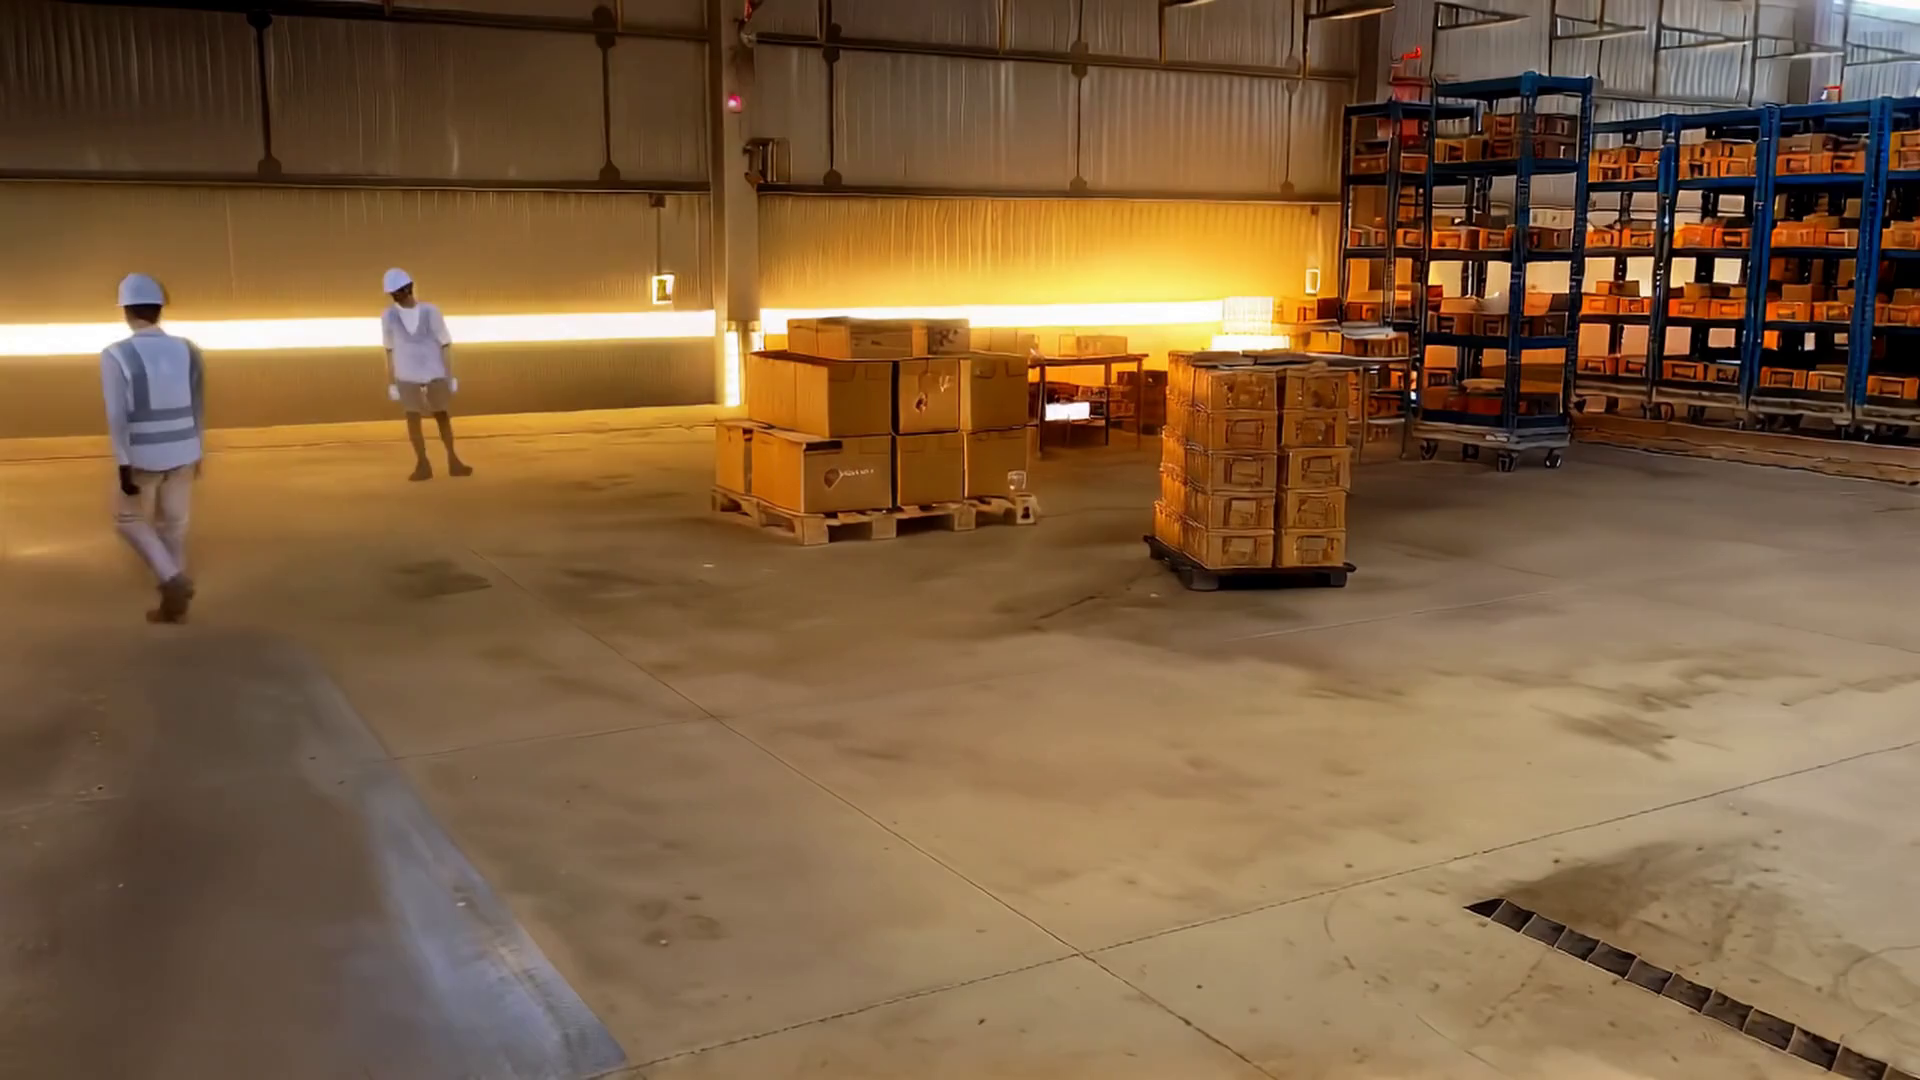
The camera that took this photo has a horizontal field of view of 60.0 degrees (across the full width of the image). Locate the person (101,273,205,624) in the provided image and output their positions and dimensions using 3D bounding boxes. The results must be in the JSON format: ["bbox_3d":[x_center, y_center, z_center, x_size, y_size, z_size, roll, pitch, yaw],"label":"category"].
[{"bbox_3d":[-4.337,-0.472,9.029,0.483,1.932,0.614,6,12,30],"label":"person"}]

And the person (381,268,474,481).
[{"bbox_3d":[-4.741,-1.454,14.721,0.677,1.887,0.493,-2,10,-9],"label":"person"}]
